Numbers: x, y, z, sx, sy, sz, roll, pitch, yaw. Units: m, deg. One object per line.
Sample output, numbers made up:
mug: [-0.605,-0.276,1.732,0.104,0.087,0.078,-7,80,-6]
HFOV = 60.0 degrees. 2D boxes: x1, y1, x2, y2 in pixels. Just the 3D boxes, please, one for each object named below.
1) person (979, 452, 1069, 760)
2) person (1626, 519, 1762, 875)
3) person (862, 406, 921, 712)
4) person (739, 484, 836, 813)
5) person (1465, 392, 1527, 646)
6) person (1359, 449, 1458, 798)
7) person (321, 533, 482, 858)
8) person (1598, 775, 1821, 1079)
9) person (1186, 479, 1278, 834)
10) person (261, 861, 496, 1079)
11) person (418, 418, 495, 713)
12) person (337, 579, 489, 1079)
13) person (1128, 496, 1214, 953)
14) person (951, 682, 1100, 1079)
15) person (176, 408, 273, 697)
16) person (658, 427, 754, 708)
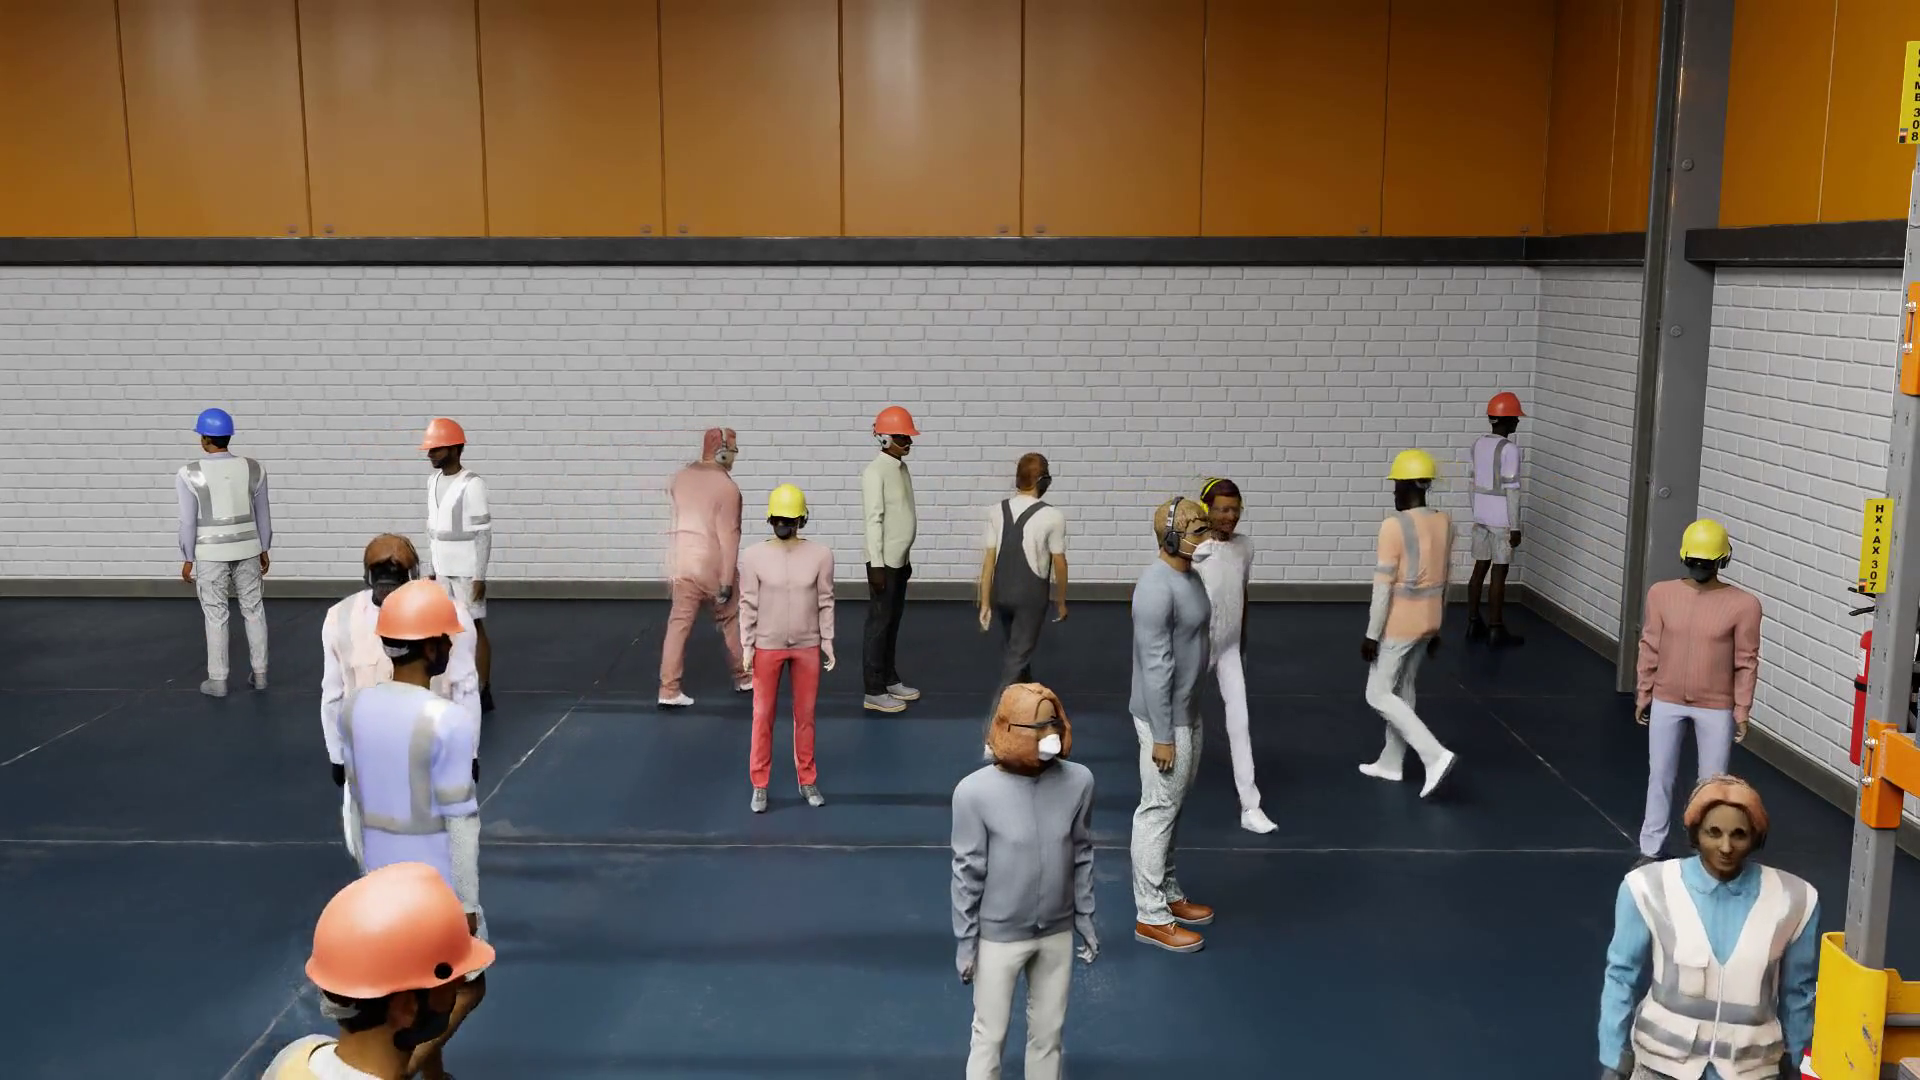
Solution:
person: [0.432,0.372,9.982,0.495,1.787,0.994,7,12,36]
person: [3.404,0.767,7.728,0.522,1.761,0.322,7,12,36]
person: [-0.444,0.115,10.920,0.397,1.992,0.623,3,10,16]
person: [-0.913,0.572,8.875,0.526,1.765,0.329,-3,10,-16]
person: [4.123,-0.163,12.752,0.361,1.939,0.543,-3,10,-19]
person: [2.467,0.457,9.112,0.633,1.909,0.677,-8,13,-41]
person: [-2.311,0.867,6.917,0.652,1.829,0.577,-1,10,-8]
person: [1.958,1.405,4.378,0.537,1.592,0.848,3,10,18]
person: [1.323,0.572,8.729,0.545,1.817,1.006,-4,10,-23]
person: [-0.951,1.487,2.922,0.496,1.919,0.579,-8,13,-41]
person: [-3.262,0.178,10.714,0.551,1.934,0.373,7,12,36]
person: [-1.779,1.088,5.342,0.546,1.922,0.655,5,11,28]
person: [0.920,0.772,7.154,0.372,1.940,0.630,3,10,18]
person: [0.208,1.244,5.231,0.507,1.636,0.277,-5,11,-26]
person: [-4.962,0.081,11.254,0.606,1.951,0.379,-9,13,-43]
person: [-1.643,0.175,11.021,0.626,1.843,1.016,7,12,35]
